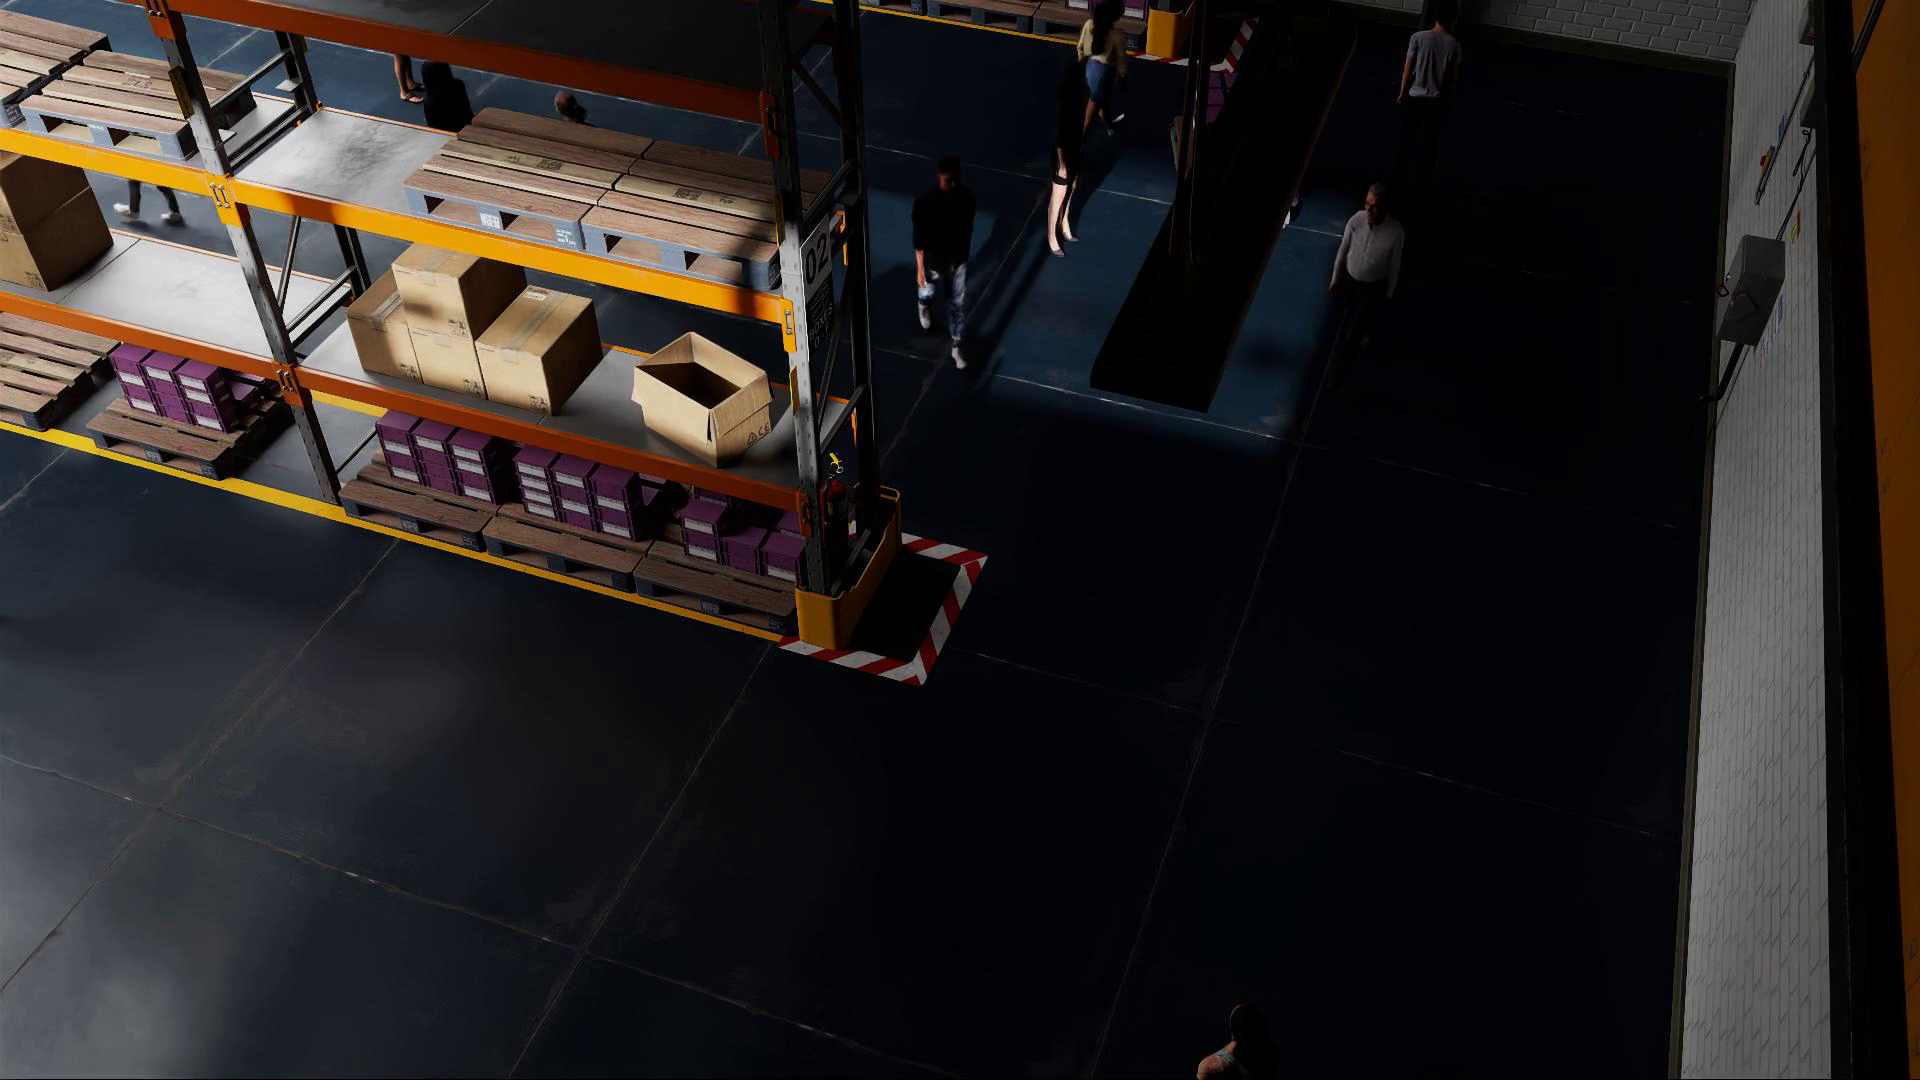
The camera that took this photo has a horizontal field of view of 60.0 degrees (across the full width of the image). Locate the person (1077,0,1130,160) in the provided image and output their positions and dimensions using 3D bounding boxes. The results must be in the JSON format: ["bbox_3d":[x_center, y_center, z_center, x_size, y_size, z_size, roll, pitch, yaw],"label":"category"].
[{"bbox_3d":[1.251,-4.224,15.482,1.150,1.569,0.969,28,50,26],"label":"person"}]

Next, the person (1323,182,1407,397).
[{"bbox_3d":[3.217,-2.036,13.030,1.205,1.782,0.983,30,51,28],"label":"person"}]

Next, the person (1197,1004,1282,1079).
[{"bbox_3d":[1.312,2.827,7.946,0.929,1.754,0.912,-8,44,-8],"label":"person"}]

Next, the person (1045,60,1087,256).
[{"bbox_3d":[0.908,-3.312,14.353,0.485,1.804,0.611,16,46,16],"label":"person"}]

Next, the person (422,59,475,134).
[{"bbox_3d":[-4.378,-3.502,14.696,0.673,1.607,0.664,16,46,16],"label":"person"}]

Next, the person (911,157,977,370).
[{"bbox_3d":[-0.174,-2.332,13.349,1.216,1.771,1.166,-10,45,-11],"label":"person"}]

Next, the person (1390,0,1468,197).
[{"bbox_3d":[4.220,-3.994,15.027,0.455,1.863,0.730,14,45,14],"label":"person"}]
